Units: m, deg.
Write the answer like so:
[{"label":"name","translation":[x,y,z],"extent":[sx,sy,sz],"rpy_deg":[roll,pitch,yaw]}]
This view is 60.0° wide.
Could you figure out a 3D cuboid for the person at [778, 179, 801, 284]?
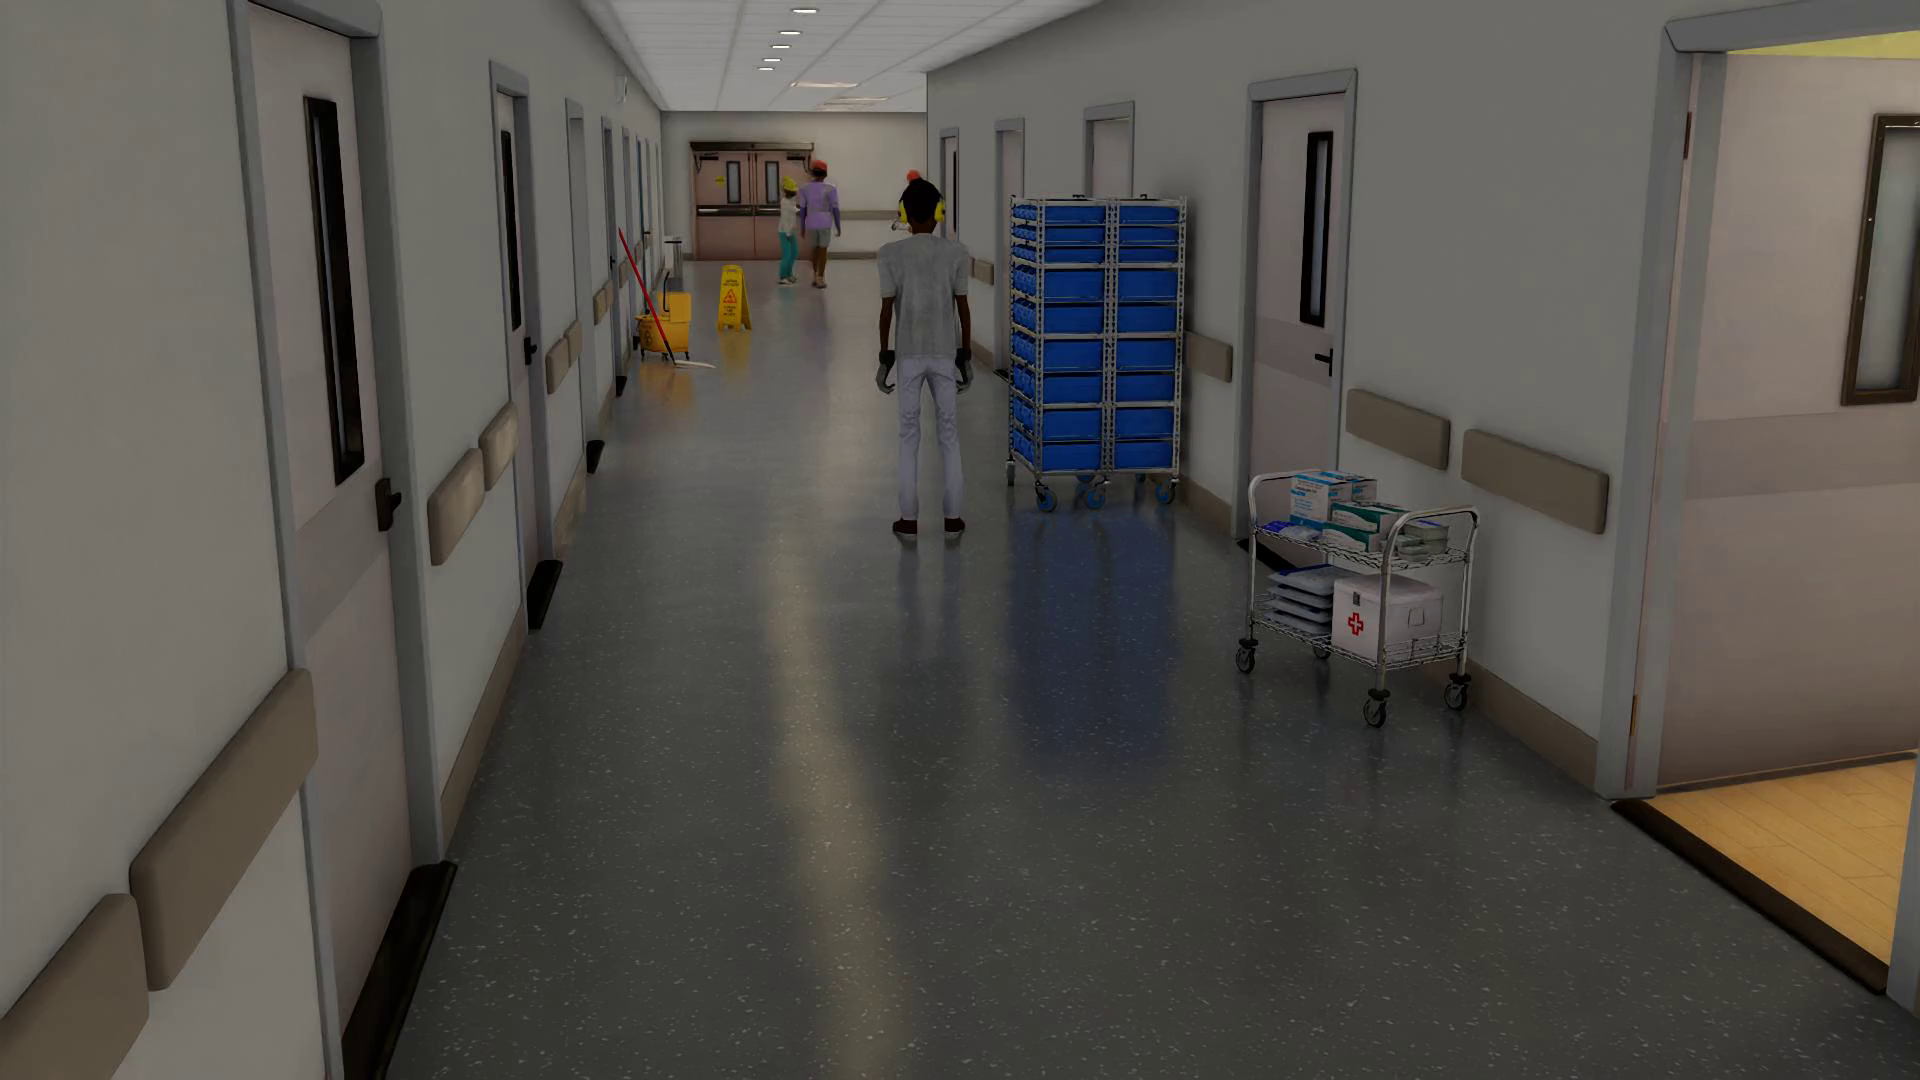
[{"label":"person","translation":[-2.802,-5.059,27.310],"extent":[0.442,1.720,0.565],"rpy_deg":[3,13,13]}]

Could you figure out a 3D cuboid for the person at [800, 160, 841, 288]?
[{"label":"person","translation":[-2.202,-5.044,26.592],"extent":[0.621,2.018,0.696],"rpy_deg":[4,13,16]}]

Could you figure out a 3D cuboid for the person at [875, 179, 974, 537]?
[{"label":"person","translation":[-0.186,-0.939,8.717],"extent":[0.519,1.865,0.326],"rpy_deg":[-1,13,-7]}]
